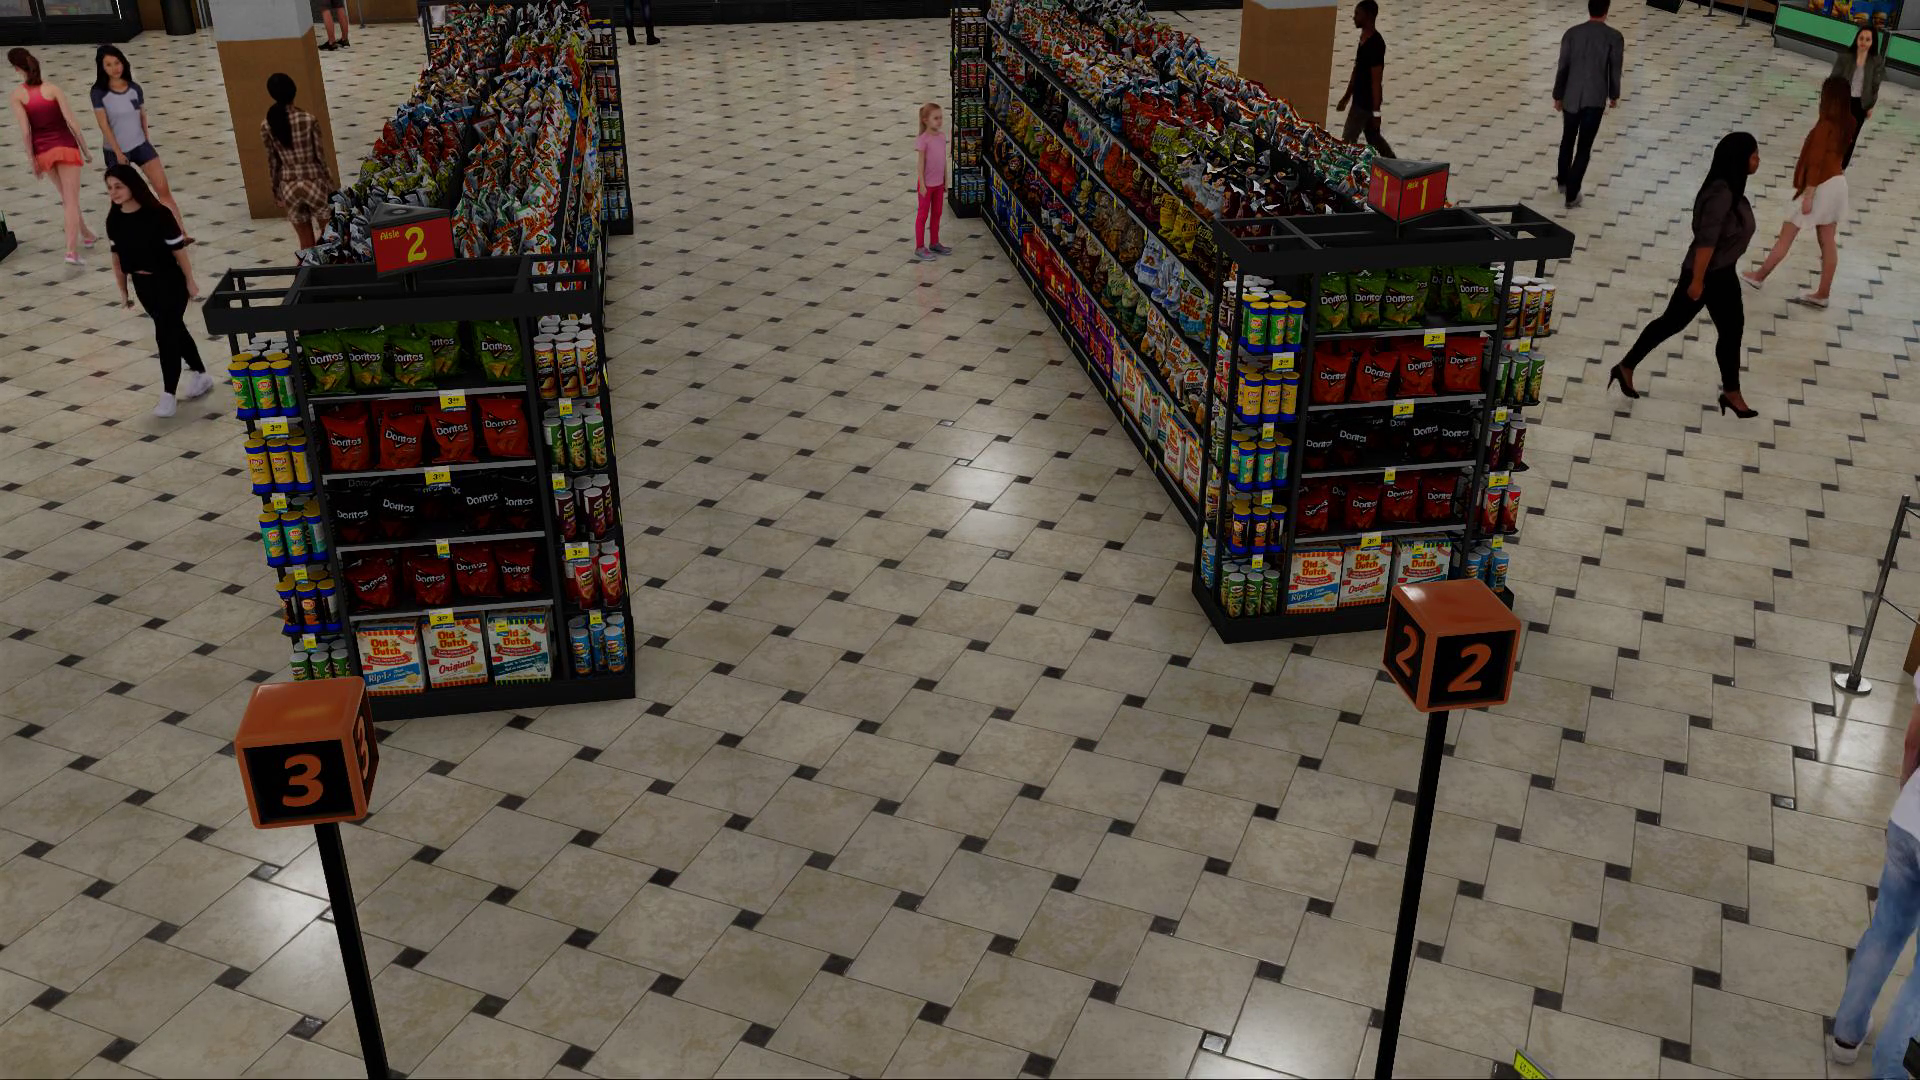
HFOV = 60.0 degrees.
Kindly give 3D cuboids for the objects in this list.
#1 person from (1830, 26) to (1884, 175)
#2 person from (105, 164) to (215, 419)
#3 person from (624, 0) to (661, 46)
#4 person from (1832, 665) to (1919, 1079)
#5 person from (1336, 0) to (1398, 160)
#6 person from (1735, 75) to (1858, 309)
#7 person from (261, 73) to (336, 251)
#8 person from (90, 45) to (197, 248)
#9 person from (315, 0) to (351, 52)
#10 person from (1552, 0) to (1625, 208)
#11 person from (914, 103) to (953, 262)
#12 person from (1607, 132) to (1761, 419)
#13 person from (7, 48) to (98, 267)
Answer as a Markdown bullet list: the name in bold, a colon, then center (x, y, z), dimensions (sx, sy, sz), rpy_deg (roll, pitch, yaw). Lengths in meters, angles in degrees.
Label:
- **person**: center (8.427, -4.108, 15.756), dimensions (0.994, 1.437, 1.090), rpy_deg (15, 31, 27)
- **person**: center (-5.114, -1.644, 10.717), dimensions (0.764, 1.600, 1.007), rpy_deg (2, 27, 5)
- **person**: center (-4.315, -7.552, 22.032), dimensions (0.738, 1.903, 0.640), rpy_deg (1, 27, 2)
- **person**: center (3.095, 1.003, 5.248), dimensions (0.947, 1.826, 0.528), rpy_deg (1, 27, 3)
- **person**: center (3.781, -3.968, 15.101), dimensions (0.941, 1.780, 1.147), rpy_deg (3, 27, 6)
- **person**: center (6.514, -2.563, 12.431), dimensions (0.867, 1.690, 1.086), rpy_deg (-15, 31, -27)
- **person**: center (-4.805, -2.493, 12.197), dimensions (0.586, 1.776, 0.638), rpy_deg (-5, 27, -9)
- **person**: center (-6.925, -3.218, 13.757), dimensions (1.138, 1.658, 1.022), rpy_deg (20, 33, 34)
- **person**: center (-8.298, -7.362, 21.705), dimensions (0.818, 1.861, 0.744), rpy_deg (15, 31, 28)
- **person**: center (5.589, -3.920, 14.938), dimensions (0.997, 1.842, 1.060), rpy_deg (18, 32, 32)
- **person**: center (-0.243, -2.953, 13.664), dimensions (0.612, 1.269, 0.562), rpy_deg (22, 34, 37)
- **person**: center (4.602, -1.638, 10.493), dimensions (1.084, 1.793, 1.186), rpy_deg (9, 28, 17)
- **person**: center (-7.245, -3.018, 13.323), dimensions (0.585, 1.694, 1.187), rpy_deg (-5, 27, -10)
